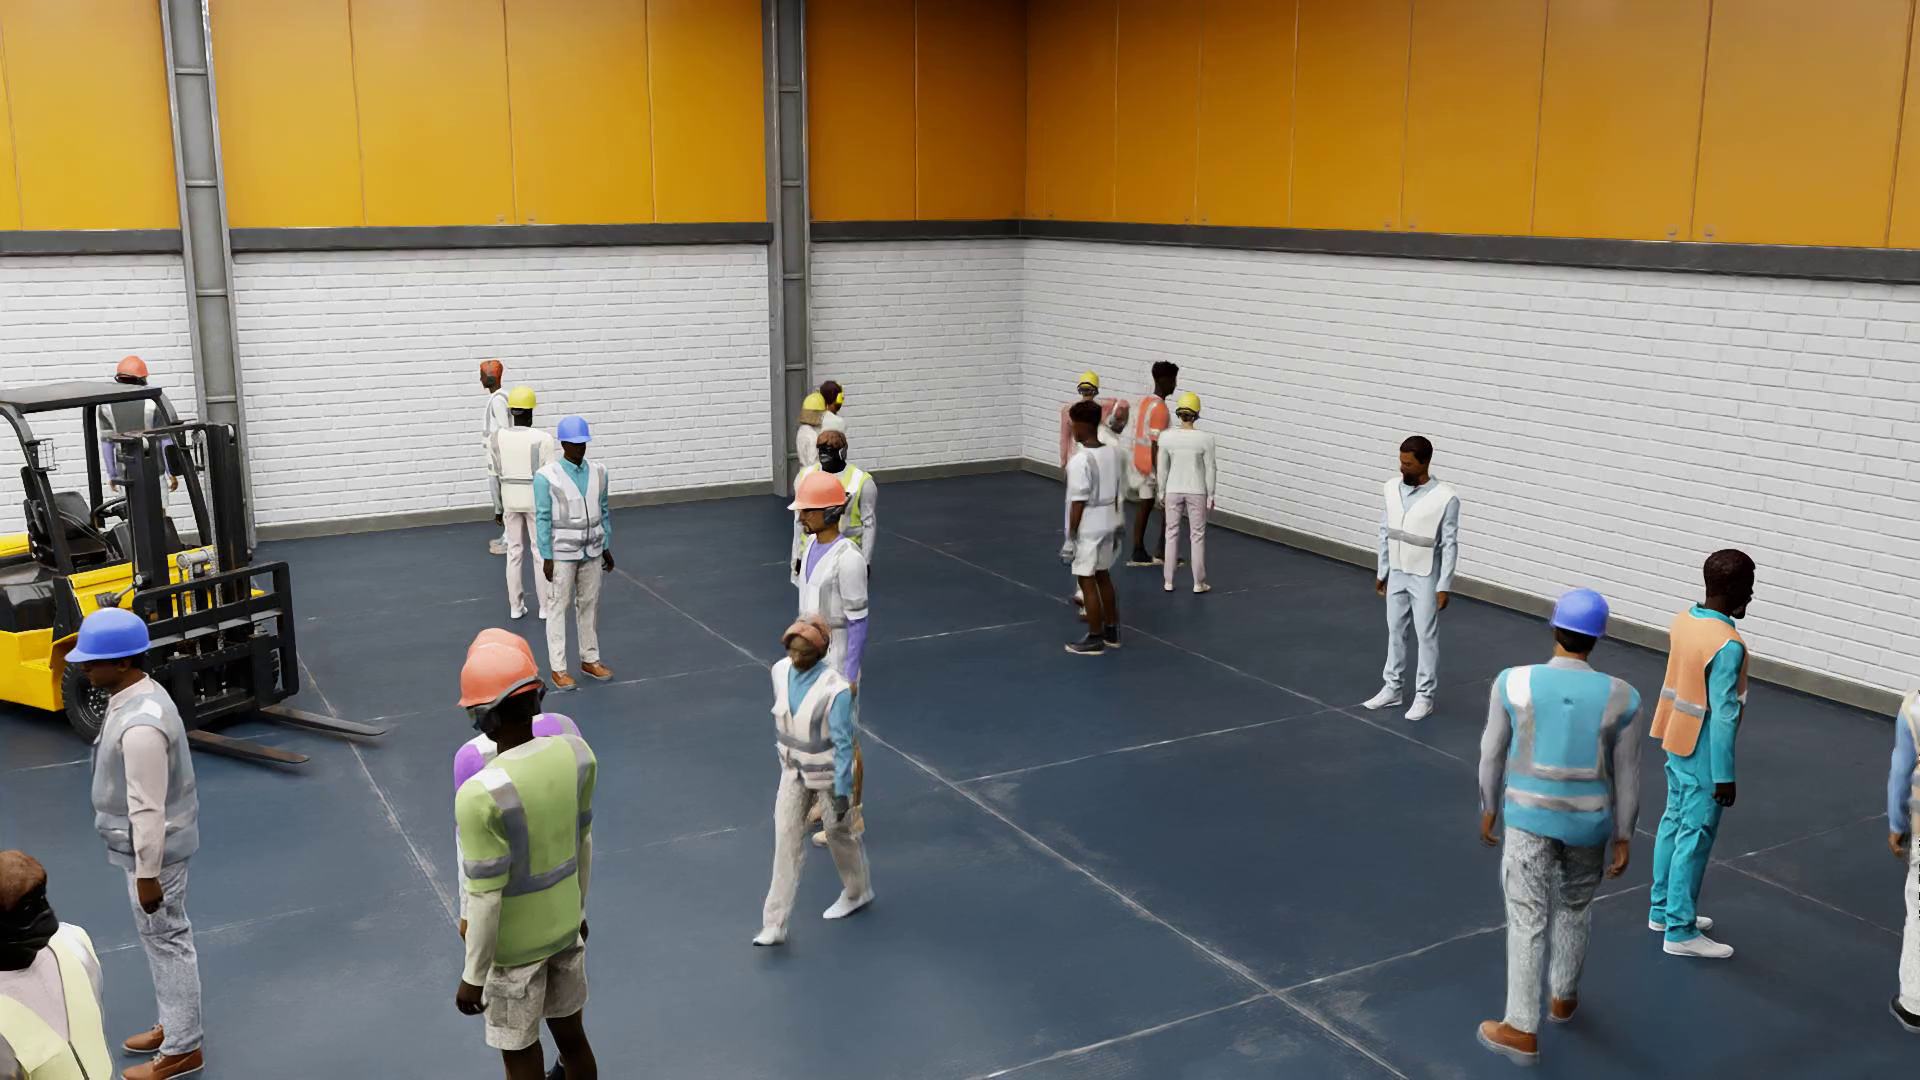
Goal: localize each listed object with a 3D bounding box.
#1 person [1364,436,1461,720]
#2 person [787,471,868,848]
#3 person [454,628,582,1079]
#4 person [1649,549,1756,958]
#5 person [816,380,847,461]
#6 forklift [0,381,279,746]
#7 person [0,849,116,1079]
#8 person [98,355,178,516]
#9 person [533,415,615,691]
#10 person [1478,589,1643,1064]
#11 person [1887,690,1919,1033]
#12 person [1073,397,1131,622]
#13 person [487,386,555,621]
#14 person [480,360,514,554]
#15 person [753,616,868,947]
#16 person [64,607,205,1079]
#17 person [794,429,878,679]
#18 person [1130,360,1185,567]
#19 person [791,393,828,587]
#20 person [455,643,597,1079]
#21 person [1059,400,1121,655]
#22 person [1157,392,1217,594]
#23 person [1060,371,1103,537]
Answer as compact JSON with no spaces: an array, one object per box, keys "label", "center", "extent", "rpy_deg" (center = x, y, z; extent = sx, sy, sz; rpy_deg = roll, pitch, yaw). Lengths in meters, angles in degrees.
[{"label":"person","center":[3.048,0.242,11.132],"extent":[0.399,1.913,0.590],"rpy_deg":[-9,15,-36]},{"label":"person","center":[-0.726,0.637,8.969],"extent":[0.376,2.041,0.615],"rpy_deg":[-7,14,-28]},{"label":"person","center":[-1.665,1.275,6.255],"extent":[0.389,1.930,0.544],"rpy_deg":[9,15,35]},{"label":"person","center":[3.420,0.976,7.701],"extent":[0.397,1.911,0.587],"rpy_deg":[1,12,4]},{"label":"person","center":[-1.156,-0.495,14.758],"extent":[0.564,1.842,0.442],"rpy_deg":[11,16,43]},{"label":"forklift","center":[-5.853,0.085,11.199],"extent":[2.313,2.155,1.214],"rpy_deg":[7,14,28]},{"label":"person","center":[-2.465,1.703,4.442],"extent":[0.429,1.846,0.625],"rpy_deg":[2,12,11]},{"label":"person","center":[-7.319,-0.624,14.880],"extent":[0.605,2.045,0.380],"rpy_deg":[-1,12,-6]},{"label":"person","center":[-2.728,0.076,11.821],"extent":[0.398,1.949,0.604],"rpy_deg":[11,16,42]},{"label":"person","center":[2.460,1.166,6.858],"extent":[0.625,1.907,0.703],"rpy_deg":[3,12,13]},{"label":"person","center":[4.147,1.211,6.862],"extent":[0.610,1.811,0.464],"rpy_deg":[10,16,40]},{"label":"person","center":[1.176,-0.237,13.473],"extent":[0.426,1.869,0.710],"rpy_deg":[-4,13,-16]},{"label":"person","center":[-3.544,-0.292,13.598],"extent":[0.584,1.928,0.367],"rpy_deg":[2,12,8]},{"label":"person","center":[-4.453,-0.811,16.133],"extent":[0.339,1.882,0.581],"rpy_deg":[-3,12,-13]},{"label":"person","center":[-0.691,1.117,7.772],"extent":[0.532,1.585,0.841],"rpy_deg":[9,15,36]},{"label":"person","center":[-3.222,1.203,6.577],"extent":[0.409,1.943,0.609],"rpy_deg":[-6,14,-27]},{"label":"person","center":[-0.906,0.126,11.839],"extent":[0.619,1.845,0.430],"rpy_deg":[4,13,20]},{"label":"person","center":[1.895,-0.702,15.468],"extent":[0.644,1.939,0.626],"rpy_deg":[-2,12,-9]},{"label":"person","center":[-1.315,-0.439,14.760],"extent":[0.367,1.732,0.506],"rpy_deg":[-4,13,-19]},{"label":"person","center":[-1.499,1.342,5.692],"extent":[0.392,2.033,0.605],"rpy_deg":[6,13,25]},{"label":"person","center":[1.002,-0.087,12.624],"extent":[0.367,1.949,0.688],"rpy_deg":[8,15,34]},{"label":"person","center":[1.977,-0.405,14.511],"extent":[0.522,1.768,0.312],"rpy_deg":[4,13,18]},{"label":"person","center":[1.239,-0.769,16.247],"extent":[0.531,1.755,0.343],"rpy_deg":[4,13,16]}]
